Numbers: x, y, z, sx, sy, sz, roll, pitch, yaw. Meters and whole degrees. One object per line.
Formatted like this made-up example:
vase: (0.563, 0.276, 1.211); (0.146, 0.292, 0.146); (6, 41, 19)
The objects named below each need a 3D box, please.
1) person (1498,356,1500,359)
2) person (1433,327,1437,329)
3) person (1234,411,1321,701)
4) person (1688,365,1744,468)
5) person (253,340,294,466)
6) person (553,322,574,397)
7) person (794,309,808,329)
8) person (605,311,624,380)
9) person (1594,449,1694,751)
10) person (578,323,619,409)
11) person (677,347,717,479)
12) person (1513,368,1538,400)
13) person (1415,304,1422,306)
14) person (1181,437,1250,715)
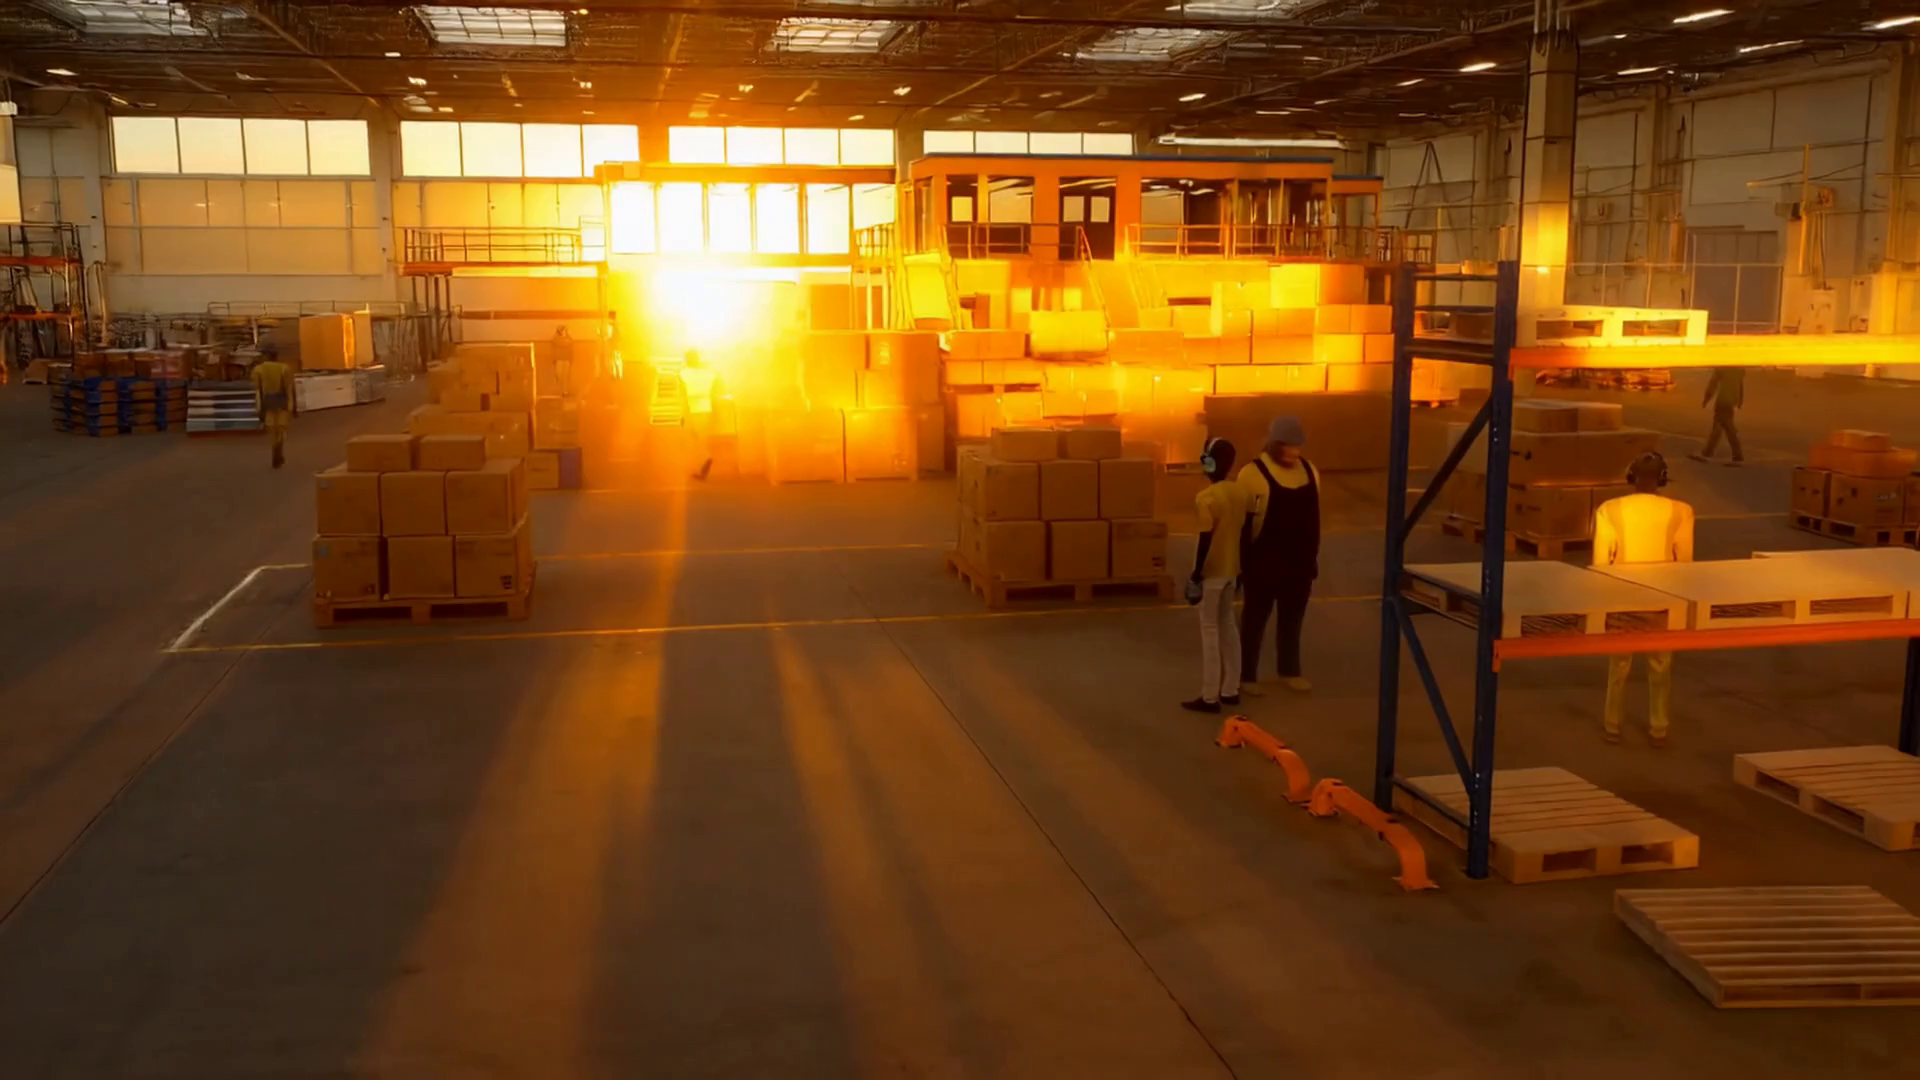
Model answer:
person: (11.191, -3.415, 34.028); (0.493, 1.701, 0.911); (6, 11, 30)
person: (11.920, -4.865, 42.523); (0.633, 1.809, 0.987); (3, 10, 18)
person: (2.237, 0.103, 11.550); (0.693, 2.000, 0.535); (-4, 10, -25)
person: (11.486, -2.044, 25.125); (0.652, 1.878, 1.030); (-6, 11, -33)
person: (-10.325, -2.046, 25.014); (0.559, 1.922, 0.646); (-2, 9, -10)
person: (-9.188, -4.168, 38.478); (0.534, 1.751, 0.570); (1, 9, 6)
person: (-4.038, -4.875, 42.136); (0.384, 1.959, 0.608); (-3, 10, -19)
person: (-9.242, -5.208, 44.515); (0.506, 1.847, 0.346); (-6, 11, -32)
person: (4.242, 0.376, 10.366); (0.573, 1.883, 0.354); (3, 10, 18)
person: (-7.715, -3.695, 35.338); (0.799, 1.841, 0.523); (-2, 9, -9)
person: (-3.659, -1.771, 23.420); (0.616, 1.892, 0.614); (-7, 12, -37)
person: (8.567, -2.056, 25.534); (0.619, 1.784, 1.022); (9, 13, 43)
person: (13.474, -5.967, 48.856); (0.602, 1.939, 0.401); (-5, 11, -28)
person: (1.725, 0.241, 11.226); (0.531, 1.871, 0.322); (-8, 13, -42)
